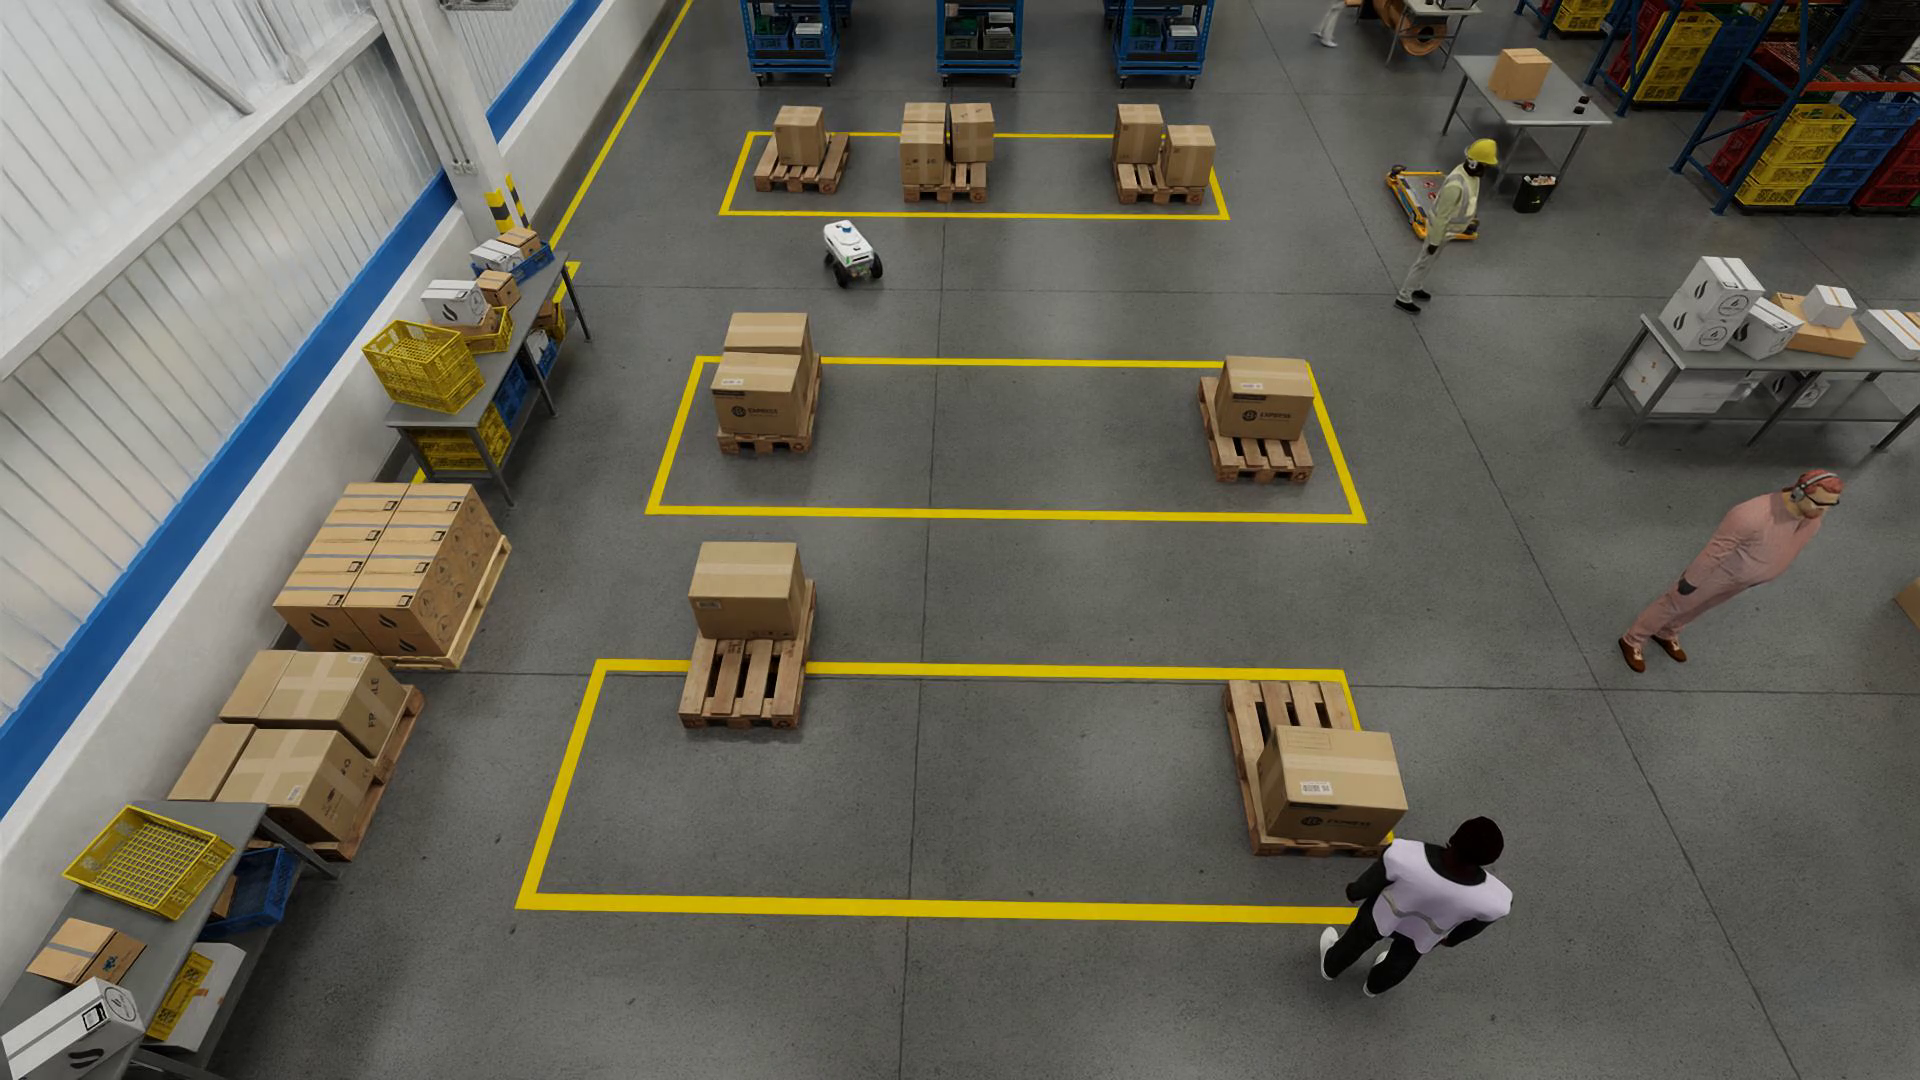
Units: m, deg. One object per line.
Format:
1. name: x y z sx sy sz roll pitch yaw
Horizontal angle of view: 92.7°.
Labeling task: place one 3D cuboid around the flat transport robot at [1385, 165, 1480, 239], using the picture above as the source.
1. flat transport robot: 5.692 -4.094 11.059 0.652 0.197 1.431 1 49 1

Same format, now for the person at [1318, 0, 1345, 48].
1. person: 5.773 -8.355 13.855 0.329 1.635 0.518 12 50 11

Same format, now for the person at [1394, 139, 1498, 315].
1. person: 4.877 -3.124 9.205 0.415 1.819 0.602 31 56 24

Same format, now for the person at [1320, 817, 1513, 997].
1. person: 2.320 1.937 4.757 0.589 1.920 0.392 21 52 17

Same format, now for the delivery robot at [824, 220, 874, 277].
1. delivery robot: -1.222 -3.241 10.075 0.477 0.478 0.707 -21 52 -17

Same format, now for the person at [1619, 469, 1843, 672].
1. person: 5.251 0.230 6.242 0.642 1.909 0.399 -9 50 -8

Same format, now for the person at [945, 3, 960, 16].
1. person: -0.069 -8.648 13.869 0.387 1.992 0.626 -13 50 -11
